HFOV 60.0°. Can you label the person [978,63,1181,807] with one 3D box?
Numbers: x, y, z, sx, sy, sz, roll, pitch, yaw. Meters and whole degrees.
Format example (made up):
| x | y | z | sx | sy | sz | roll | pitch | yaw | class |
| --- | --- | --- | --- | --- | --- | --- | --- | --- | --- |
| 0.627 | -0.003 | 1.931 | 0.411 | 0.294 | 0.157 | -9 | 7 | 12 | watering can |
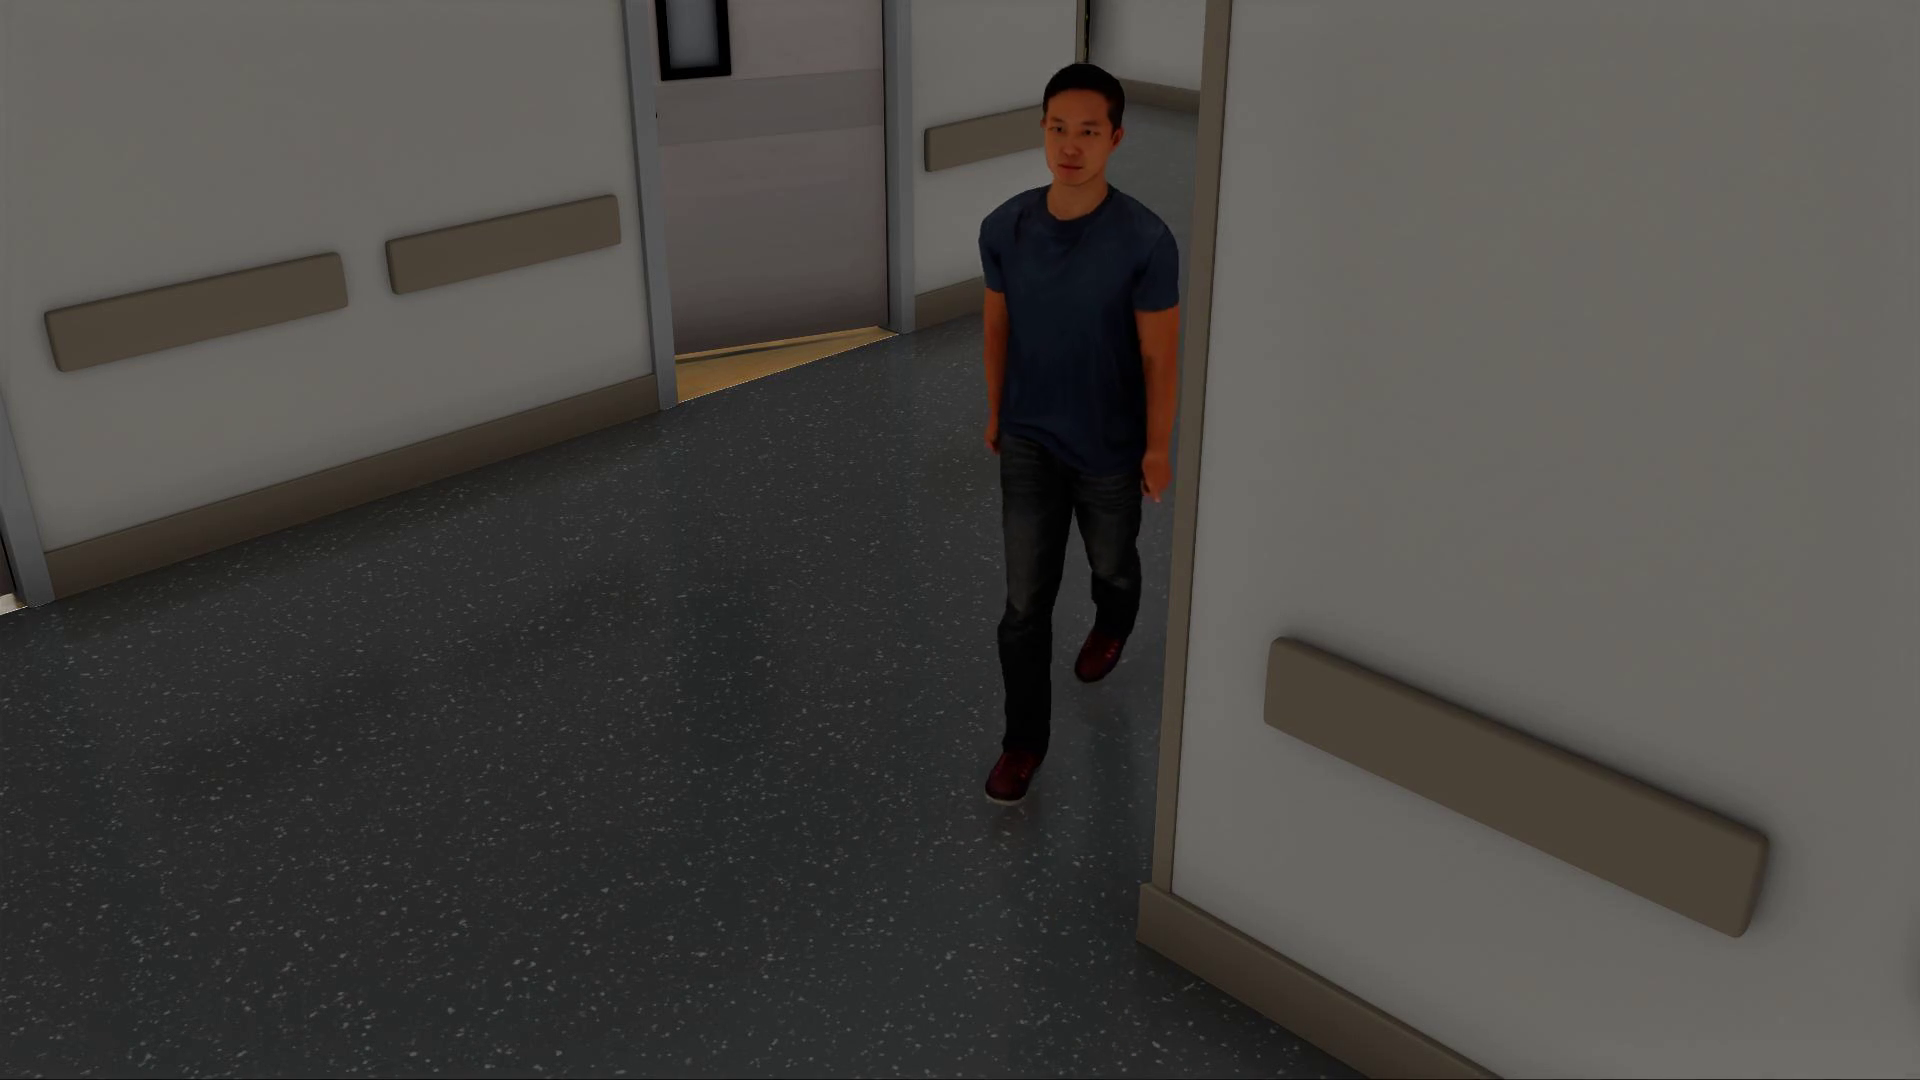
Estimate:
| x | y | z | sx | sy | sz | roll | pitch | yaw | class |
| --- | --- | --- | --- | --- | --- | --- | --- | --- | --- |
| 0.316 | -0.283 | 4.183 | 1.017 | 1.762 | 1.275 | 9 | 27 | 18 | person |
